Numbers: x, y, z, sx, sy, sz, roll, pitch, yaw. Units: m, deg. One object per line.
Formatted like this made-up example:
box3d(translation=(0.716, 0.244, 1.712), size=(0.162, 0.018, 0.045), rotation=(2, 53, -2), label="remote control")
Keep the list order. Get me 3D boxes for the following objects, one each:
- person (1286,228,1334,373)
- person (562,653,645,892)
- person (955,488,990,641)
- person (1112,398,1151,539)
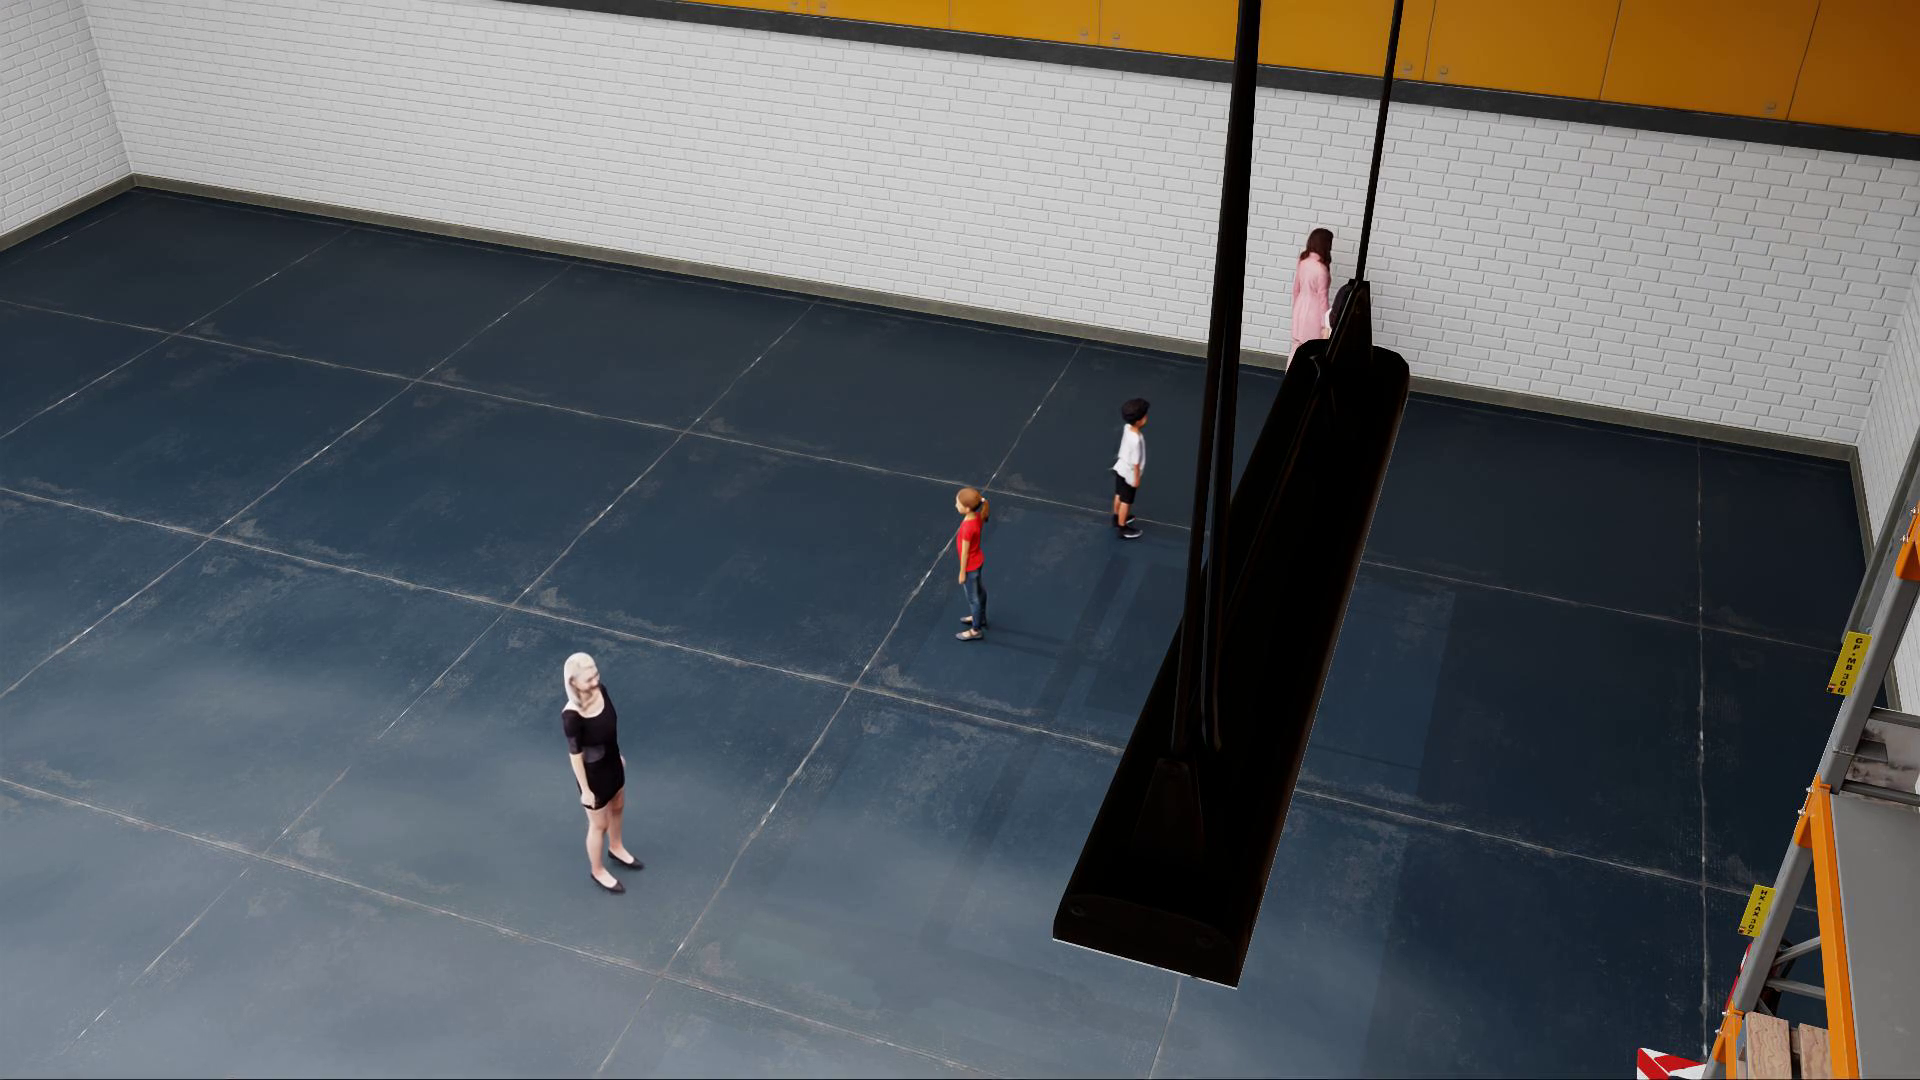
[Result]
box3d(translation=(3.280, -2.075, 15.669), size=(0.732, 1.803, 0.686), rotation=(-17, 37, -23), label="person")
box3d(translation=(-2.263, 1.437, 10.364), size=(0.638, 1.826, 0.408), rotation=(11, 35, 15), label="person")
box3d(translation=(0.101, 0.171, 12.738), size=(0.551, 1.307, 0.442), rotation=(6, 34, 9), label="person")
box3d(translation=(1.416, -0.612, 13.967), size=(0.623, 1.252, 0.534), rotation=(-5, 34, -8), label="person")
